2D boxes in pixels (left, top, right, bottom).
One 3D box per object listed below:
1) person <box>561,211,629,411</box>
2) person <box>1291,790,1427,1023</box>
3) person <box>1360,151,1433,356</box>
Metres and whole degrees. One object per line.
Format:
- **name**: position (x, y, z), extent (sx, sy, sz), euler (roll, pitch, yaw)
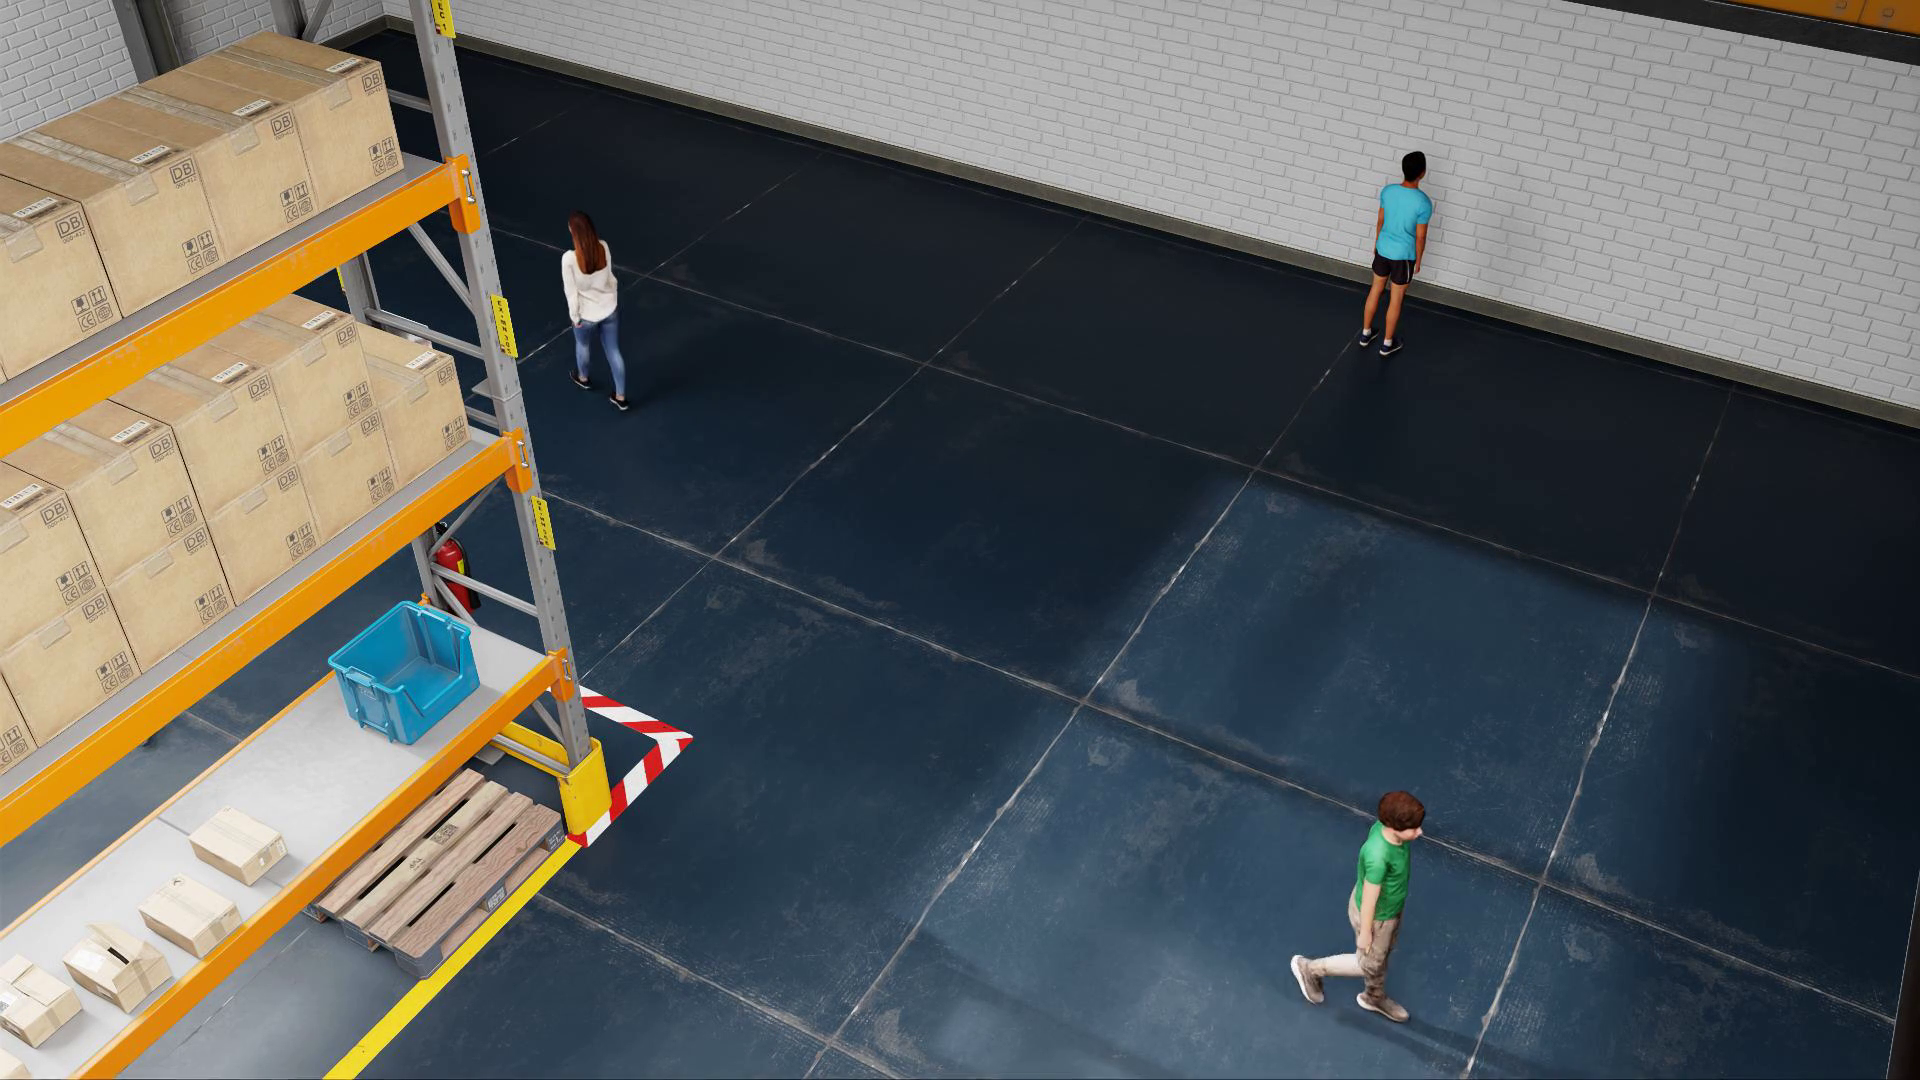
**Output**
- **person**: position (-2.822, -1.768, 13.112), extent (0.966, 1.662, 0.922), euler (-23, 44, -26)
- **person**: position (2.089, 1.868, 8.577), extent (0.653, 1.640, 0.800), euler (20, 43, 23)
- **person**: position (3.604, -2.373, 13.781), extent (0.642, 1.773, 0.570), euler (28, 46, 30)
